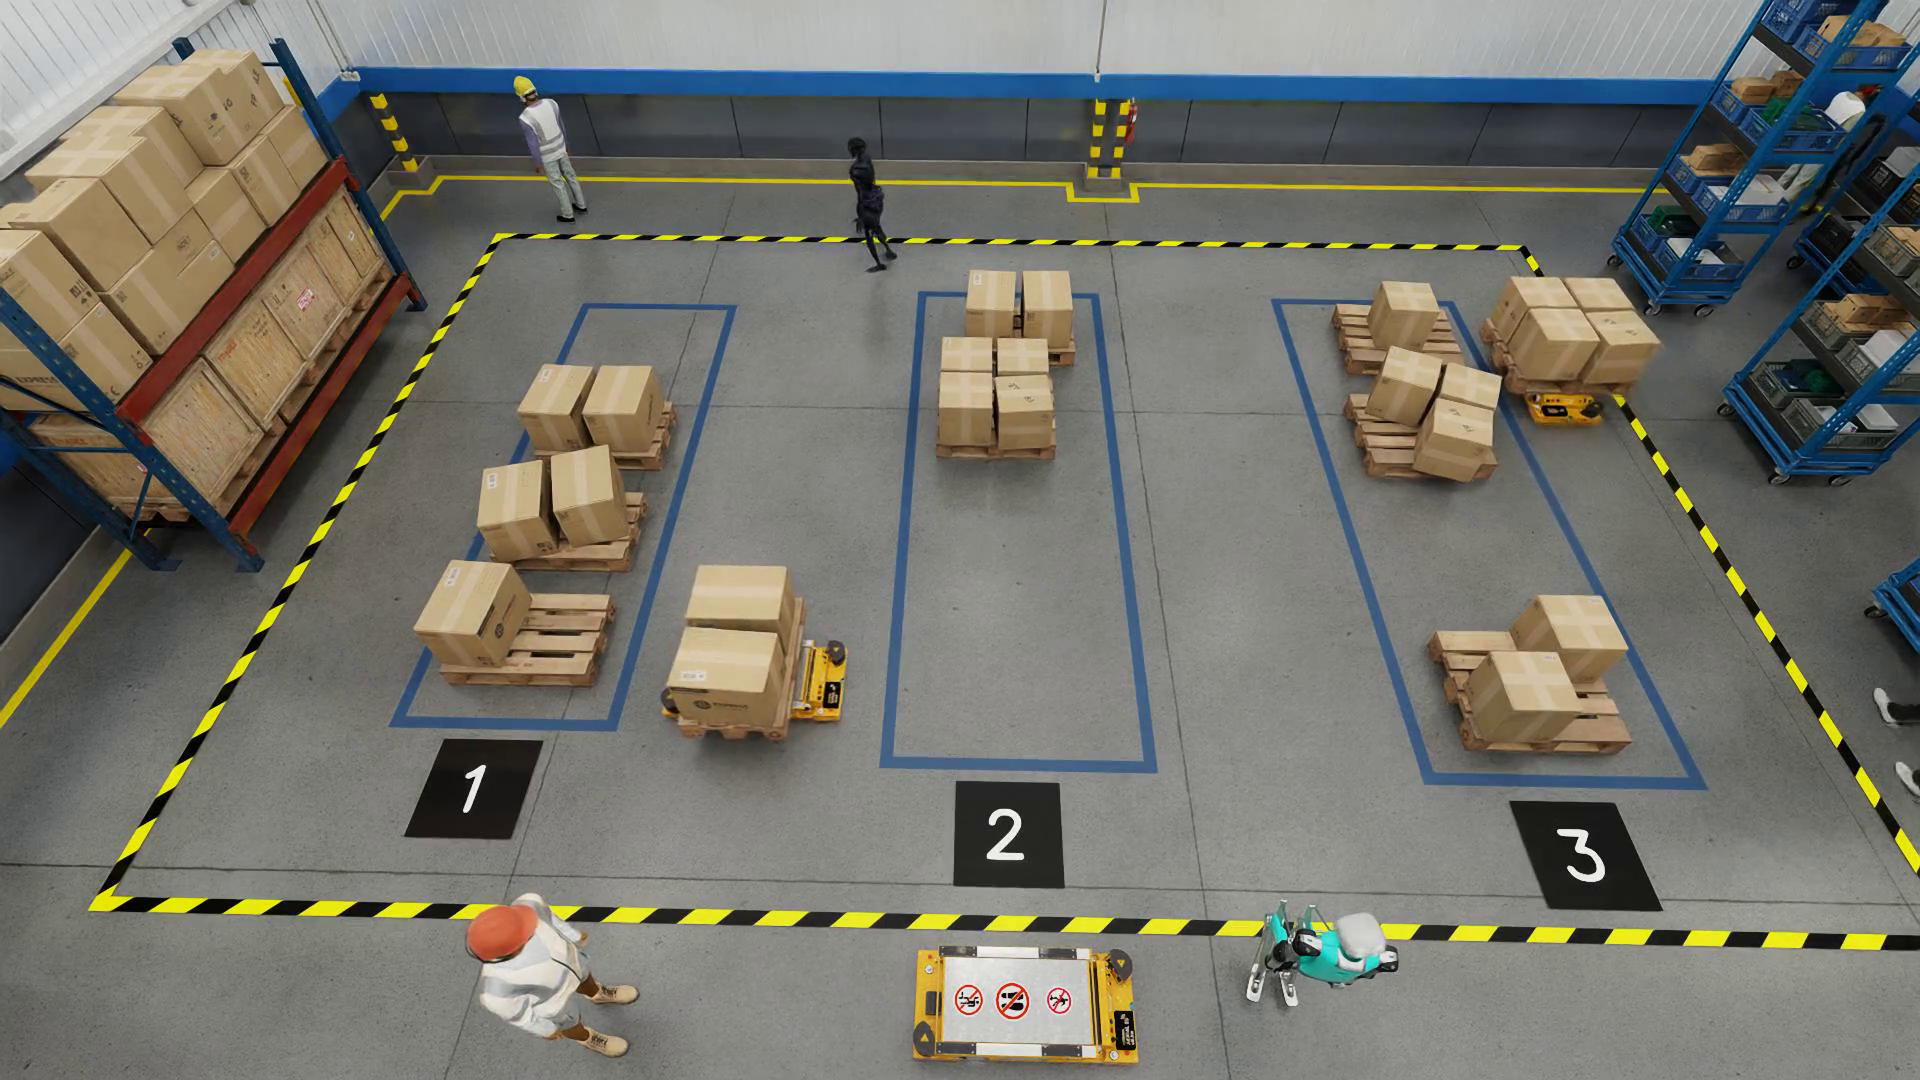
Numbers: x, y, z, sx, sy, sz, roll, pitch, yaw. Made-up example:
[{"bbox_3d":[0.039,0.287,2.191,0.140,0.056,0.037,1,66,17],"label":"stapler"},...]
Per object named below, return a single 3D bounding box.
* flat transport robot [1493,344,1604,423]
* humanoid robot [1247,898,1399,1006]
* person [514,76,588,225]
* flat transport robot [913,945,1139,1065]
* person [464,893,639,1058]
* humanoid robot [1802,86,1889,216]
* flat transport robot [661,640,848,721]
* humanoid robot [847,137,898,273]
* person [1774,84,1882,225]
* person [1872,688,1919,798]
[{"bbox_3d":[6.360,-1.832,9.961,0.652,0.197,1.431,1,51,1],"label":"flat transport robot"},{"bbox_3d":[2.111,2.378,5.511,0.533,1.680,0.735,9,51,7],"label":"humanoid robot"},{"bbox_3d":[-5.115,-4.837,11.426,0.403,1.822,0.588,21,54,17],"label":"person"},{"bbox_3d":[0.422,3.041,6.007,1.431,0.231,0.659,1,51,1],"label":"flat transport robot"},{"bbox_3d":[-2.317,2.527,5.280,0.363,2.046,0.612,0,51,0],"label":"person"},{"bbox_3d":[11.012,-4.894,11.567,0.439,1.651,0.623,-36,59,-25],"label":"humanoid robot"},{"bbox_3d":[-1.675,1.138,7.541,1.431,0.197,0.652,1,51,1],"label":"flat transport robot"},{"bbox_3d":[-1.028,-3.929,10.787,0.462,1.647,0.612,12,52,10],"label":"humanoid robot"},{"bbox_3d":[10.736,-4.882,11.450,0.390,1.843,0.565,5,51,4],"label":"person"},{"bbox_3d":[7.415,1.093,6.604,0.609,1.797,0.962,8,51,6],"label":"person"}]
